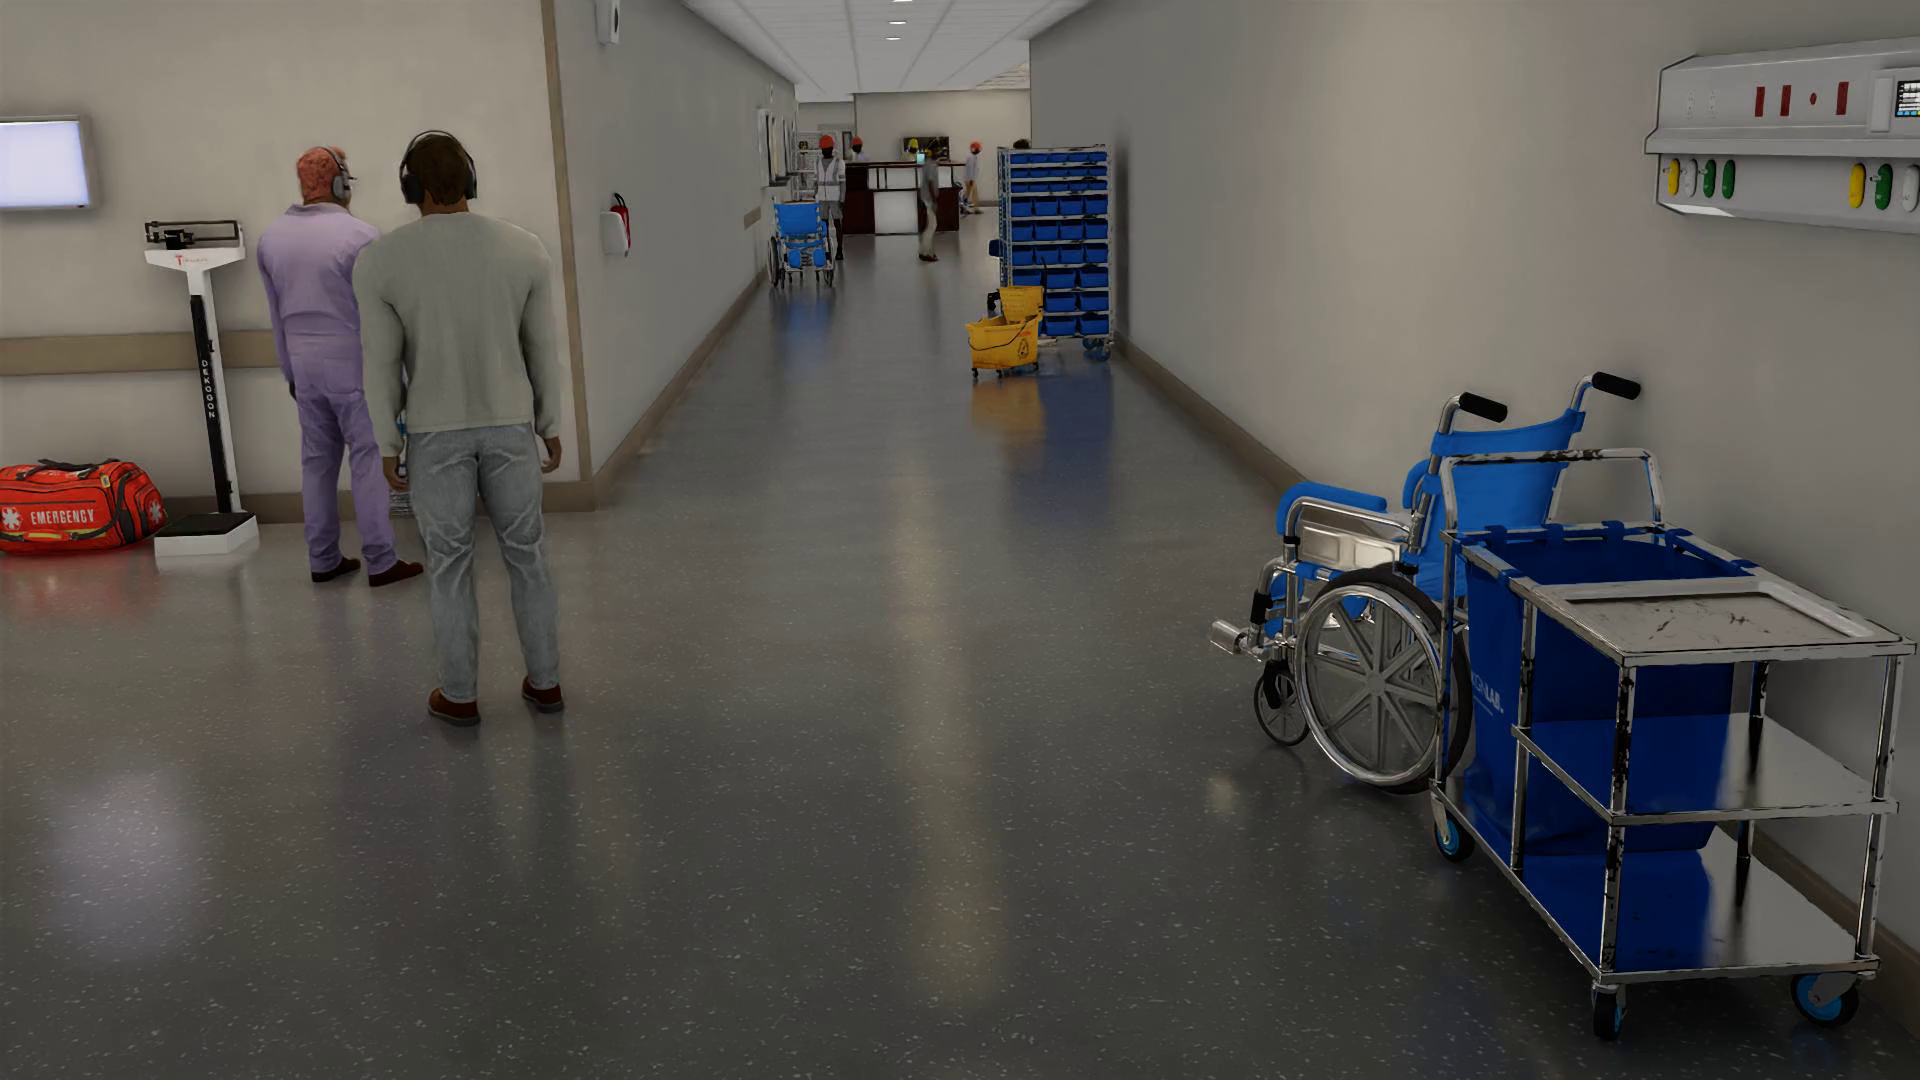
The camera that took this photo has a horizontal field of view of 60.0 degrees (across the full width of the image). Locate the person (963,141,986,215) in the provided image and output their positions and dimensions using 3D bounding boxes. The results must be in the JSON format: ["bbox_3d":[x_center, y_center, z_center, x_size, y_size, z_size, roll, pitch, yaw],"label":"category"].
[{"bbox_3d":[0.315,-8.597,39.571,0.607,1.715,0.562,-1,14,4],"label":"person"}]

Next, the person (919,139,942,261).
[{"bbox_3d":[-0.438,-5.132,25.176,0.458,1.827,0.589,-1,14,3],"label":"person"}]

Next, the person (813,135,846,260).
[{"bbox_3d":[-2.049,-5.356,26.058,0.542,1.936,0.362,4,15,20],"label":"person"}]

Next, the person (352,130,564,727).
[{"bbox_3d":[-1.605,-0.349,5.447,0.628,1.932,0.372,-8,15,-25],"label":"person"}]

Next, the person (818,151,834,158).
[{"bbox_3d":[-3.527,-9.715,44.280,0.341,1.876,0.575,10,18,40],"label":"person"}]

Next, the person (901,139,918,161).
[{"bbox_3d":[-1.114,-8.617,39.588,0.586,1.822,0.403,-11,17,-34],"label":"person"}]

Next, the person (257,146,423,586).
[{"bbox_3d":[-2.679,-0.742,7.258,0.648,1.902,0.400,4,15,21],"label":"person"}]
